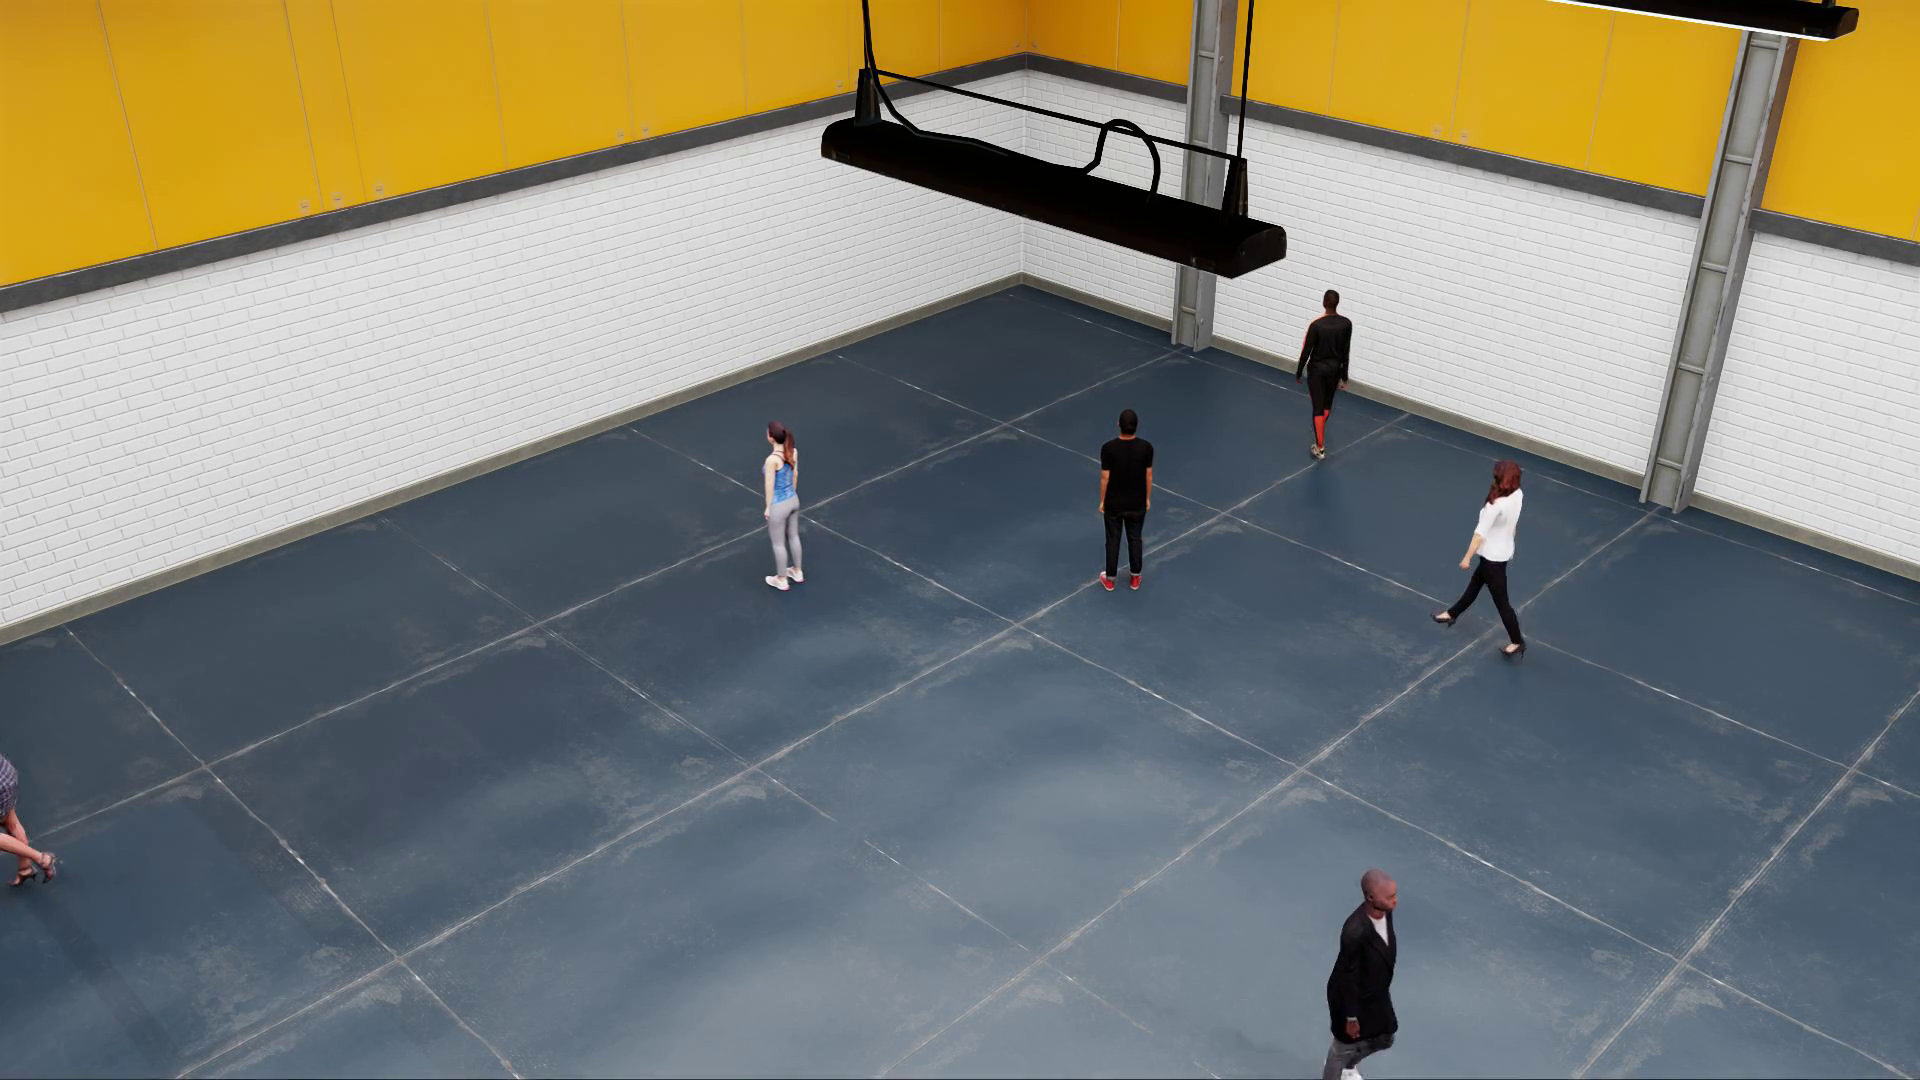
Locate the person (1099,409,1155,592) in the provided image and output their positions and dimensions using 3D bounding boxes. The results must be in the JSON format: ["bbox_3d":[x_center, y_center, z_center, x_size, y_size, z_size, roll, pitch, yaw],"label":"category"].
[{"bbox_3d":[1.476,-0.358,14.854,0.729,1.758,0.778,-2,29,-3],"label":"person"}]

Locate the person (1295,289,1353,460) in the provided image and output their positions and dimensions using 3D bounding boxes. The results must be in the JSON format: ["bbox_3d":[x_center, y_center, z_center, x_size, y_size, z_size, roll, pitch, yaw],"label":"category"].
[{"bbox_3d":[3.807,-1.703,17.296,1.016,1.781,1.118,-3,29,-5],"label":"person"}]

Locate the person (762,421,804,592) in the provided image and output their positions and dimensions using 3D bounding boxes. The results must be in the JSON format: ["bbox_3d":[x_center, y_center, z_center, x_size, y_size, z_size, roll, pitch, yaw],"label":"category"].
[{"bbox_3d":[-1.597,-0.318,14.938,0.592,1.608,0.594,17,33,28],"label":"person"}]

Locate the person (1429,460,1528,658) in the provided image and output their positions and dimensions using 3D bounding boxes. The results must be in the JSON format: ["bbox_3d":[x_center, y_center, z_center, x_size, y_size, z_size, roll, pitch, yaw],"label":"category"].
[{"bbox_3d":[4.534,0.205,13.844,1.135,1.737,0.642,24,37,37],"label":"person"}]

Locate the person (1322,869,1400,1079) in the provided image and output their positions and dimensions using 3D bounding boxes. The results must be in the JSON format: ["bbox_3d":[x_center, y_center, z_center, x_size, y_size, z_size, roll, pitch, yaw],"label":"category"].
[{"bbox_3d":[2.199,2.554,9.522,0.610,1.751,0.633,26,38,38],"label":"person"}]

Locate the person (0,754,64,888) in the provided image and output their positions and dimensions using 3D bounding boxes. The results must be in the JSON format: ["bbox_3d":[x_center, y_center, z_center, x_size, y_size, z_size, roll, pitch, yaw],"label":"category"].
[{"bbox_3d":[-6.418,1.666,11.214,0.838,1.690,0.771,-7,29,-12],"label":"person"}]
